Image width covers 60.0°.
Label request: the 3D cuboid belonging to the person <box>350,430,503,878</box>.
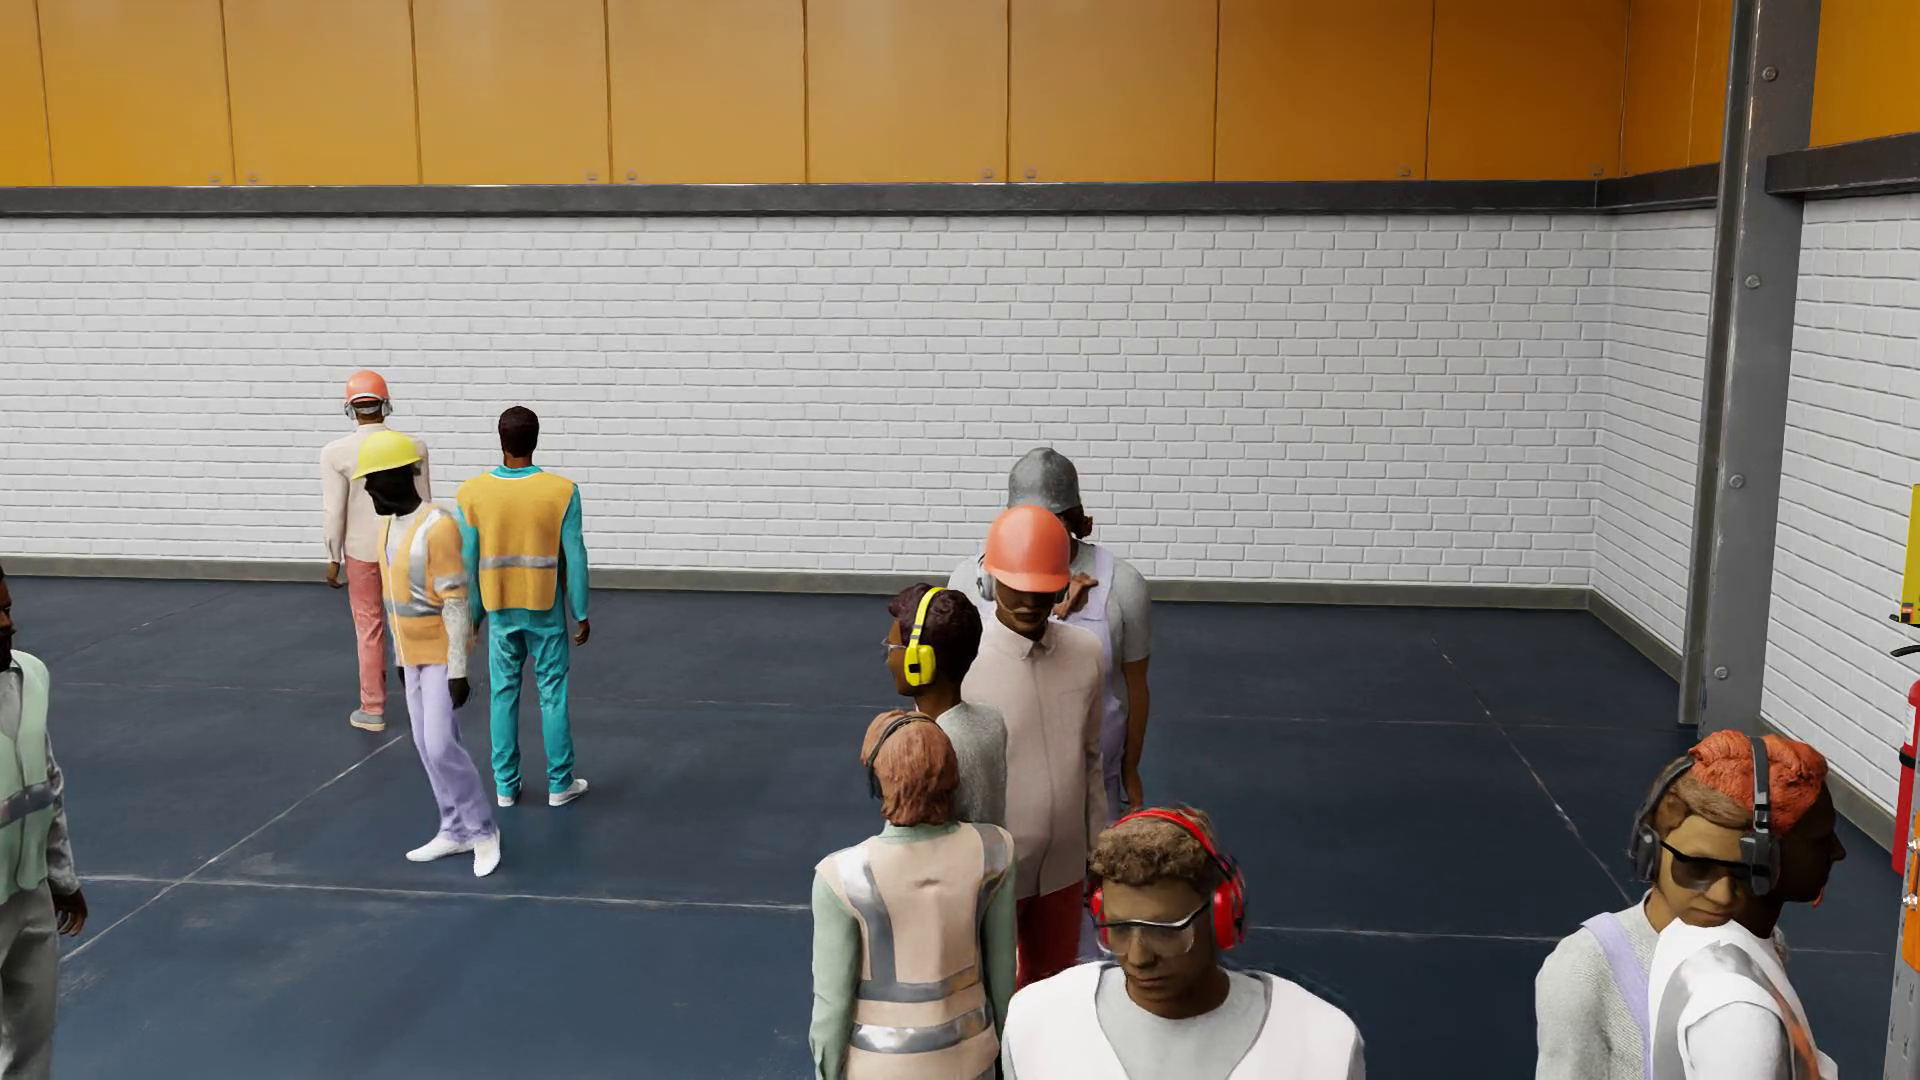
[{"bbox_3d":[-2.257,0.479,7.057,0.490,1.902,0.632,-9,13,-42],"label":"person"}]

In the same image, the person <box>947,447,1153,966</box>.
[{"bbox_3d":[0.271,0.708,5.356,0.685,2.000,0.535,1,10,6],"label":"person"}]

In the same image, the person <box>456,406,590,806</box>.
[{"bbox_3d":[-2.059,0.323,7.902,0.596,1.921,0.380,0,10,0],"label":"person"}]

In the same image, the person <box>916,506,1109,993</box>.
[{"bbox_3d":[0.164,0.885,4.491,0.625,1.987,0.389,-7,12,-33],"label":"person"}]

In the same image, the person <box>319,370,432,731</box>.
[{"bbox_3d":[-3.220,0.059,9.216,0.612,1.990,0.392,-8,13,-39],"label":"person"}]

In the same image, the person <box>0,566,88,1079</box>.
[{"bbox_3d":[-2.549,0.955,4.337,0.392,1.913,0.592,1,10,6],"label":"person"}]

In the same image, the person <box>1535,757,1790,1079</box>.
[{"bbox_3d":[1.185,1.247,2.838,0.516,1.841,0.329,-4,11,-24],"label":"person"}]

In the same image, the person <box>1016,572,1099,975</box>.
[{"bbox_3d":[0.317,0.905,5.372,0.314,1.641,0.515,7,12,34],"label":"person"}]

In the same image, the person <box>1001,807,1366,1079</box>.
[{"bbox_3d":[0.350,1.287,2.687,0.567,1.824,0.594,2,10,14],"label":"person"}]

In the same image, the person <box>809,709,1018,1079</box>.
[{"bbox_3d":[-0.098,1.188,3.755,0.514,1.642,0.310,-5,11,-27],"label":"person"}]

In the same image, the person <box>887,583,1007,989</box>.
[{"bbox_3d":[-0.054,1.026,4.030,0.313,1.869,0.538,3,10,19],"label":"person"}]

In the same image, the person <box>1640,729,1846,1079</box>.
[{"bbox_3d":[1.255,1.237,2.781,0.355,1.883,0.573,2,10,11],"label":"person"}]
